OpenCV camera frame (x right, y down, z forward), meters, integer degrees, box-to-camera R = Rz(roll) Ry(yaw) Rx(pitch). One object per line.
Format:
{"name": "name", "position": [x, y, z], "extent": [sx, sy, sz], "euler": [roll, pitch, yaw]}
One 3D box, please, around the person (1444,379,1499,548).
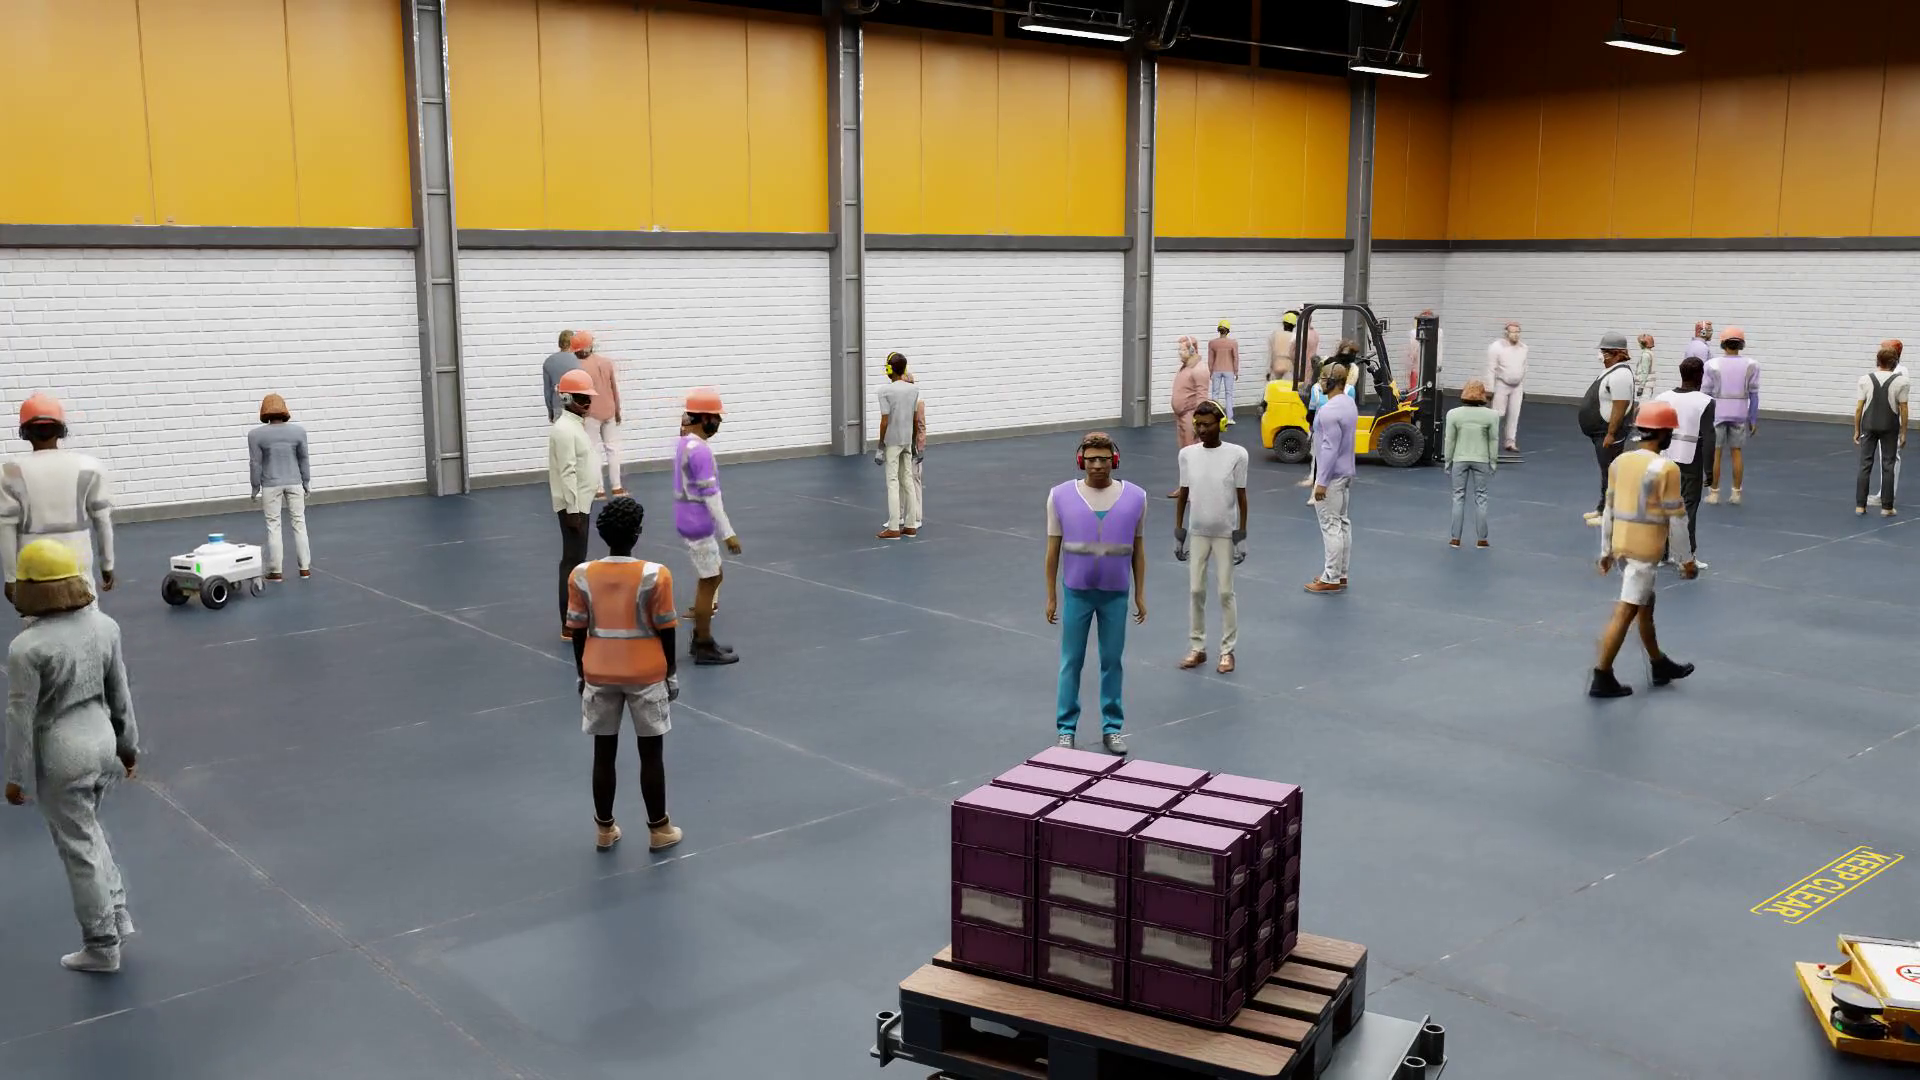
{"name": "person", "position": [4.930, -0.734, 16.068], "extent": [0.501, 1.633, 0.284], "euler": [3, 10, 18]}

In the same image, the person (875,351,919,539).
{"name": "person", "position": [-0.631, -0.940, 16.587], "extent": [0.510, 1.872, 0.328], "euler": [-9, 13, -42]}

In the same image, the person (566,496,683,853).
{"name": "person", "position": [-1.573, 0.640, 7.839], "extent": [0.531, 1.697, 0.322], "euler": [2, 10, 9]}

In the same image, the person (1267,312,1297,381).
{"name": "person", "position": [5.415, -2.865, 27.840], "extent": [0.581, 1.888, 0.912], "euler": [6, 11, 32]}

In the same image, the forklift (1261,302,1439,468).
{"name": "forklift", "position": [5.320, -2.157, 22.763], "extent": [2.313, 2.155, 1.214], "euler": [3, 10, 16]}

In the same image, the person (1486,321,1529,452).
{"name": "person", "position": [7.879, -2.219, 24.052], "extent": [0.643, 1.887, 0.635], "euler": [-2, 10, -13]}

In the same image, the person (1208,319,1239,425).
{"name": "person", "position": [4.399, -2.803, 27.801], "extent": [0.525, 1.769, 0.308], "euler": [3, 10, 19]}

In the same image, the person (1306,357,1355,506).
{"name": "person", "position": [4.156, -1.206, 18.661], "extent": [0.529, 1.694, 0.321], "euler": [5, 11, 26]}

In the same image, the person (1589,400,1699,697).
{"name": "person", "position": [4.453, 0.061, 10.651], "extent": [0.942, 1.895, 0.555], "euler": [-2, 10, -13]}

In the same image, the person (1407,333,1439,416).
{"name": "person", "position": [7.689, -2.764, 27.719], "extent": [0.640, 1.725, 0.318], "euler": [-5, 11, -28]}

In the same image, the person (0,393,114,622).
{"name": "person", "position": [-5.346, 0.138, 9.865], "extent": [0.617, 2.017, 0.859], "euler": [-7, 12, -35]}

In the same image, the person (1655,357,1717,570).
{"name": "person", "position": [6.503, -0.688, 14.970], "extent": [0.378, 1.917, 0.597], "euler": [-6, 11, -32]}

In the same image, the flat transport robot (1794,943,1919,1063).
{"name": "flat transport robot", "position": [3.834, 1.679, 5.930], "extent": [1.431, 0.197, 0.652], "euler": [3, 10, 15]}

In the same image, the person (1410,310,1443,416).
{"name": "person", "position": [8.206, -3.102, 29.259], "extent": [0.592, 1.863, 0.569], "euler": [0, 10, 3]}

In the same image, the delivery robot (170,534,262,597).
{"name": "delivery robot", "position": [-6.036, 0.194, 13.517], "extent": [0.477, 0.478, 0.707], "euler": [4, 11, 22]}

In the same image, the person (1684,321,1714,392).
{"name": "person", "position": [10.478, -2.149, 23.561], "extent": [0.408, 1.908, 0.644], "euler": [1, 10, 8]}

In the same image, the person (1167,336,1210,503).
{"name": "person", "position": [2.619, -1.377, 19.072], "extent": [0.394, 1.902, 0.724], "euler": [-2, 10, -13]}

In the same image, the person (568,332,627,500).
{"name": "person", "position": [-4.187, -1.440, 19.320], "extent": [0.396, 1.953, 0.768], "euler": [6, 11, 30]}

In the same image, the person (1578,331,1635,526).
{"name": "person", "position": [6.752, -1.166, 17.413], "extent": [0.536, 2.000, 0.672], "euler": [3, 10, 18]}

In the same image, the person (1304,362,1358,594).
{"name": "person", "position": [3.112, -0.517, 13.909], "extent": [0.358, 1.938, 0.636], "euler": [5, 11, 28]}

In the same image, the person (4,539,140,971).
{"name": "person", "position": [-3.493, 0.851, 6.507], "extent": [0.430, 1.726, 0.501], "euler": [3, 10, 15]}

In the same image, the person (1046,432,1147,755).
{"name": "person", "position": [0.765, 0.299, 9.403], "extent": [0.571, 1.843, 0.373], "euler": [-1, 10, -4]}

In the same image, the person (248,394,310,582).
{"name": "person", "position": [-5.897, -0.455, 14.438], "extent": [0.499, 1.633, 0.282], "euler": [-7, 12, -34]}

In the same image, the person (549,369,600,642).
{"name": "person", "position": [-2.808, -0.254, 12.208], "extent": [0.385, 1.991, 0.624], "euler": [-1, 10, -8]}

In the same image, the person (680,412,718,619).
{"name": "person", "position": [-2.037, -0.202, 12.961], "extent": [0.278, 1.633, 0.507], "euler": [0, 10, 2]}

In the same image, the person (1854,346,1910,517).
{"name": "person", "position": [9.971, -1.171, 18.021], "extent": [0.507, 1.841, 0.339], "euler": [8, 12, 38]}

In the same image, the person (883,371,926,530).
{"name": "person", "position": [-0.571, -0.922, 17.154], "extent": [0.525, 1.639, 0.307], "euler": [8, 12, 39]}

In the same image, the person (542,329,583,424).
{"name": "person", "position": [-4.710, -1.561, 20.030], "extent": [0.628, 1.937, 0.377], "euler": [4, 10, 21]}

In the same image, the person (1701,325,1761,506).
{"name": "person", "position": [8.652, -1.396, 18.756], "extent": [0.615, 2.041, 0.384], "euler": [2, 10, 11]}

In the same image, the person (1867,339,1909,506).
{"name": "person", "position": [10.488, -1.322, 18.781], "extent": [0.355, 1.886, 0.572], "euler": [8, 13, 39]}

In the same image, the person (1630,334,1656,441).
{"name": "person", "position": [10.431, -2.319, 25.336], "extent": [0.311, 1.639, 0.514], "euler": [6, 11, 31]}

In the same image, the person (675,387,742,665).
{"name": "person", "position": [-1.744, -0.087, 11.442], "extent": [0.414, 1.929, 0.578], "euler": [-3, 10, -15]}

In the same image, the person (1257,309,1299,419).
{"name": "person", "position": [5.577, -3.022, 28.692], "extent": [0.612, 1.914, 1.035], "euler": [10, 14, 44]}

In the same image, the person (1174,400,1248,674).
{"name": "person", "position": [1.704, -0.025, 11.289], "extent": [0.527, 1.856, 0.343], "euler": [5, 11, 26]}

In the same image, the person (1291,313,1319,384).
{"name": "person", "position": [5.588, -2.752, 27.089], "extent": [0.405, 1.911, 0.636], "euler": [6, 11, 29]}

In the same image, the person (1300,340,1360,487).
{"name": "person", "position": [4.527, -1.536, 20.296], "extent": [0.760, 1.811, 0.432], "euler": [-3, 10, -19]}
